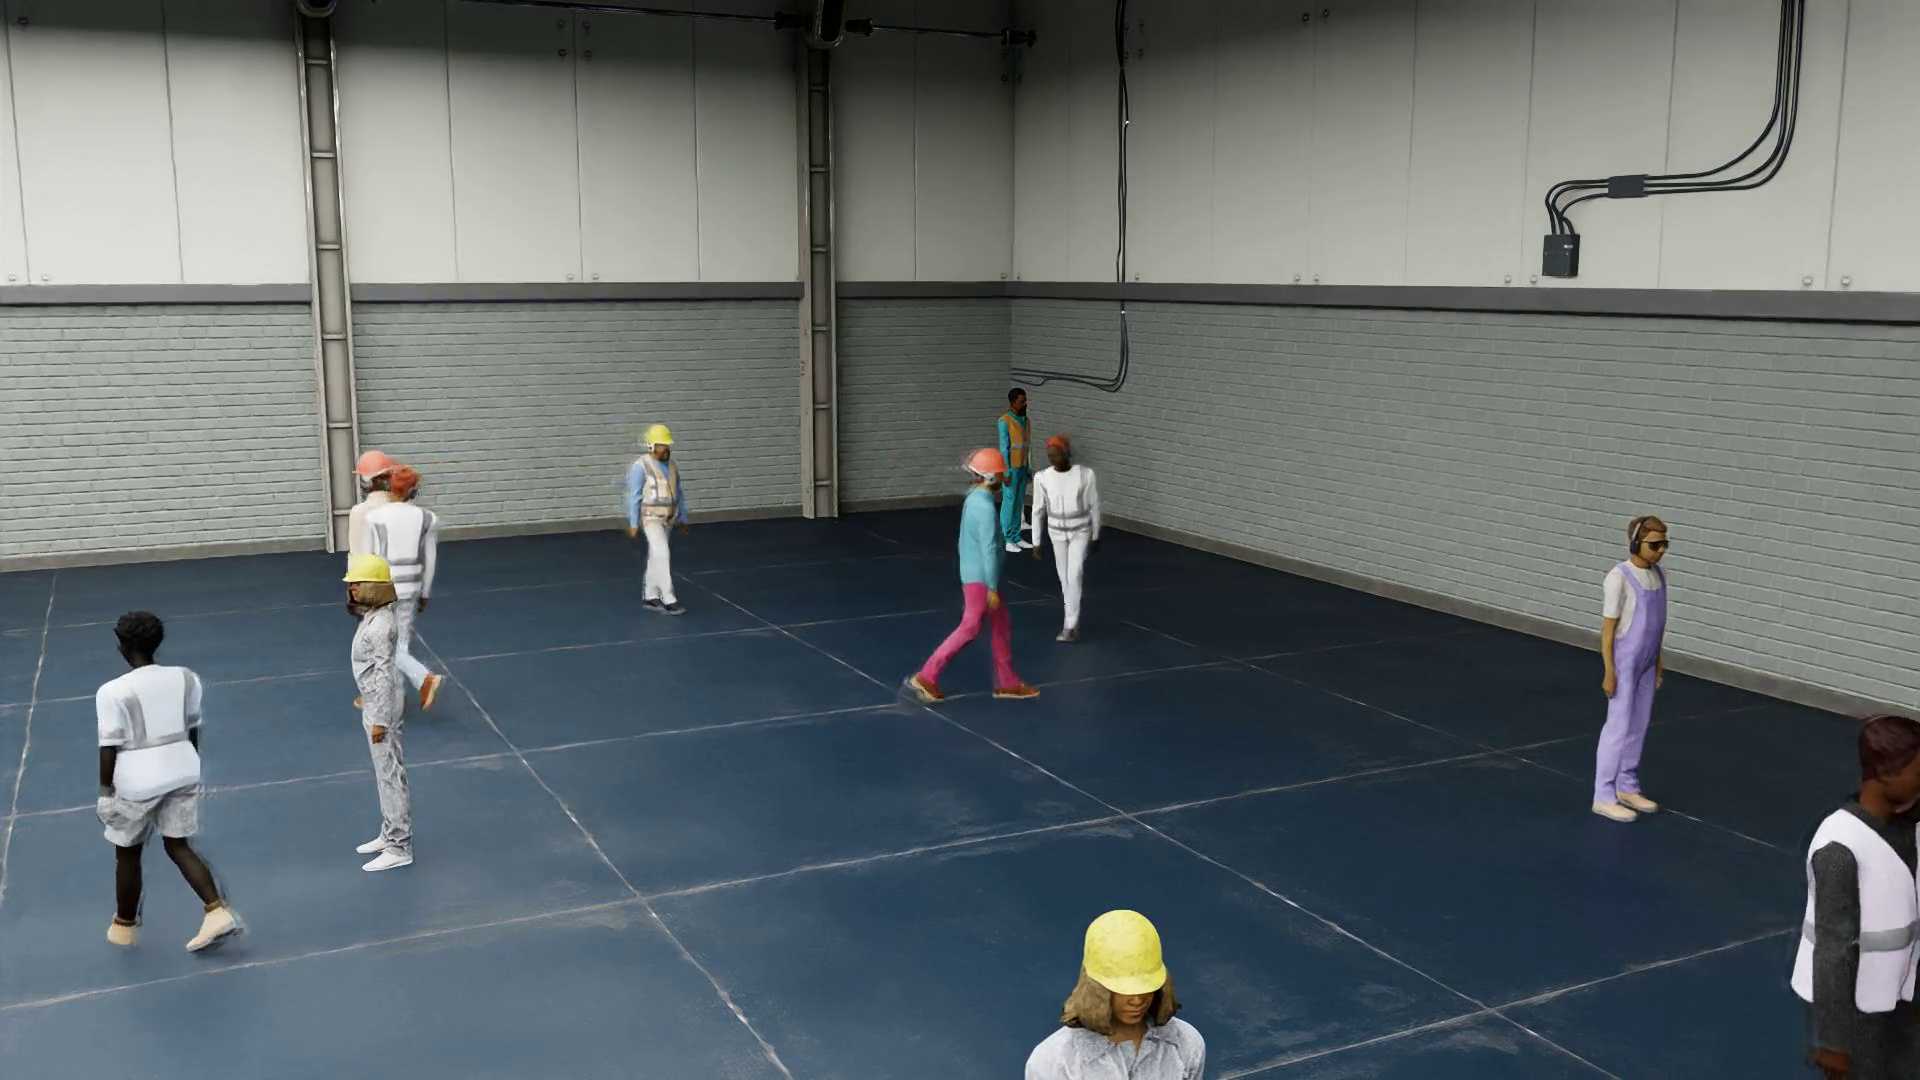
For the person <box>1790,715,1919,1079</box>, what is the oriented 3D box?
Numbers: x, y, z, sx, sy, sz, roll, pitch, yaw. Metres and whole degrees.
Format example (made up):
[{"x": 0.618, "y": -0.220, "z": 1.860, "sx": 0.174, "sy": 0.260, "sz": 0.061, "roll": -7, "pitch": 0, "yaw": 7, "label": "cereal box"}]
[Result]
[{"x": 2.895, "y": 1.481, "z": 5.354, "sx": 0.615, "sy": 1.900, "sz": 0.645, "roll": -8, "pitch": 12, "yaw": -40, "label": "person"}]

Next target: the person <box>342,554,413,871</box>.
[{"x": -3.214, "y": 0.937, "z": 9.163, "sx": 0.288, "sy": 1.745, "sz": 0.492, "roll": -4, "pitch": 10, "yaw": -23, "label": "person"}]

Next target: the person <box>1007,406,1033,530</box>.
[{"x": 0.724, "y": -0.946, "z": 21.107, "sx": 0.501, "sy": 1.633, "sz": 0.278, "roll": 9, "pitch": 13, "yaw": 44, "label": "person"}]

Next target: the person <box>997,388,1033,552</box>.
[{"x": 0.644, "y": -0.829, "z": 19.513, "sx": 0.392, "sy": 1.920, "sz": 0.593, "roll": 5, "pitch": 11, "yaw": 30, "label": "person"}]

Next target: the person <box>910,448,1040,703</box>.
[{"x": 0.095, "y": 0.277, "z": 12.590, "sx": 0.971, "sy": 1.965, "sz": 0.637, "roll": -1, "pitch": 9, "yaw": -6, "label": "person"}]

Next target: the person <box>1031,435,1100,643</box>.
[{"x": 0.922, "y": -0.017, "z": 14.761, "sx": 0.579, "sy": 1.832, "sz": 0.918, "roll": 3, "pitch": 10, "yaw": 21, "label": "person"}]

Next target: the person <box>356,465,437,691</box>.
[{"x": -4.135, "y": 0.381, "z": 12.218, "sx": 0.625, "sy": 1.864, "sz": 0.436, "roll": -7, "pitch": 12, "yaw": -39, "label": "person"}]

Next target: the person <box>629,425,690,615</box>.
[{"x": -2.786, "y": -0.188, "z": 15.887, "sx": 0.758, "sy": 1.804, "sz": 0.627, "roll": 5, "pitch": 11, "yaw": 30, "label": "person"}]

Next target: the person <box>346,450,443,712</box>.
[{"x": -4.182, "y": 0.325, "z": 12.228, "sx": 0.795, "sy": 1.976, "sz": 0.613, "roll": 3, "pitch": 10, "yaw": 17, "label": "person"}]

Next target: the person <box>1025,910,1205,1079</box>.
[{"x": 0.397, "y": 1.753, "z": 4.141, "sx": 0.493, "sy": 1.743, "sz": 0.295, "roll": -4, "pitch": 10, "yaw": -21, "label": "person"}]

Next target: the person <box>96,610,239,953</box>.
[{"x": -3.829, "y": 1.171, "z": 7.980, "sx": 0.705, "sy": 1.659, "sz": 0.585, "roll": 5, "pitch": 10, "yaw": 28, "label": "person"}]

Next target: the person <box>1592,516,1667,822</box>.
[{"x": 4.045, "y": 0.759, "z": 9.985, "sx": 0.515, "sy": 1.838, "sz": 0.348, "roll": -7, "pitch": 11, "yaw": -35, "label": "person"}]
